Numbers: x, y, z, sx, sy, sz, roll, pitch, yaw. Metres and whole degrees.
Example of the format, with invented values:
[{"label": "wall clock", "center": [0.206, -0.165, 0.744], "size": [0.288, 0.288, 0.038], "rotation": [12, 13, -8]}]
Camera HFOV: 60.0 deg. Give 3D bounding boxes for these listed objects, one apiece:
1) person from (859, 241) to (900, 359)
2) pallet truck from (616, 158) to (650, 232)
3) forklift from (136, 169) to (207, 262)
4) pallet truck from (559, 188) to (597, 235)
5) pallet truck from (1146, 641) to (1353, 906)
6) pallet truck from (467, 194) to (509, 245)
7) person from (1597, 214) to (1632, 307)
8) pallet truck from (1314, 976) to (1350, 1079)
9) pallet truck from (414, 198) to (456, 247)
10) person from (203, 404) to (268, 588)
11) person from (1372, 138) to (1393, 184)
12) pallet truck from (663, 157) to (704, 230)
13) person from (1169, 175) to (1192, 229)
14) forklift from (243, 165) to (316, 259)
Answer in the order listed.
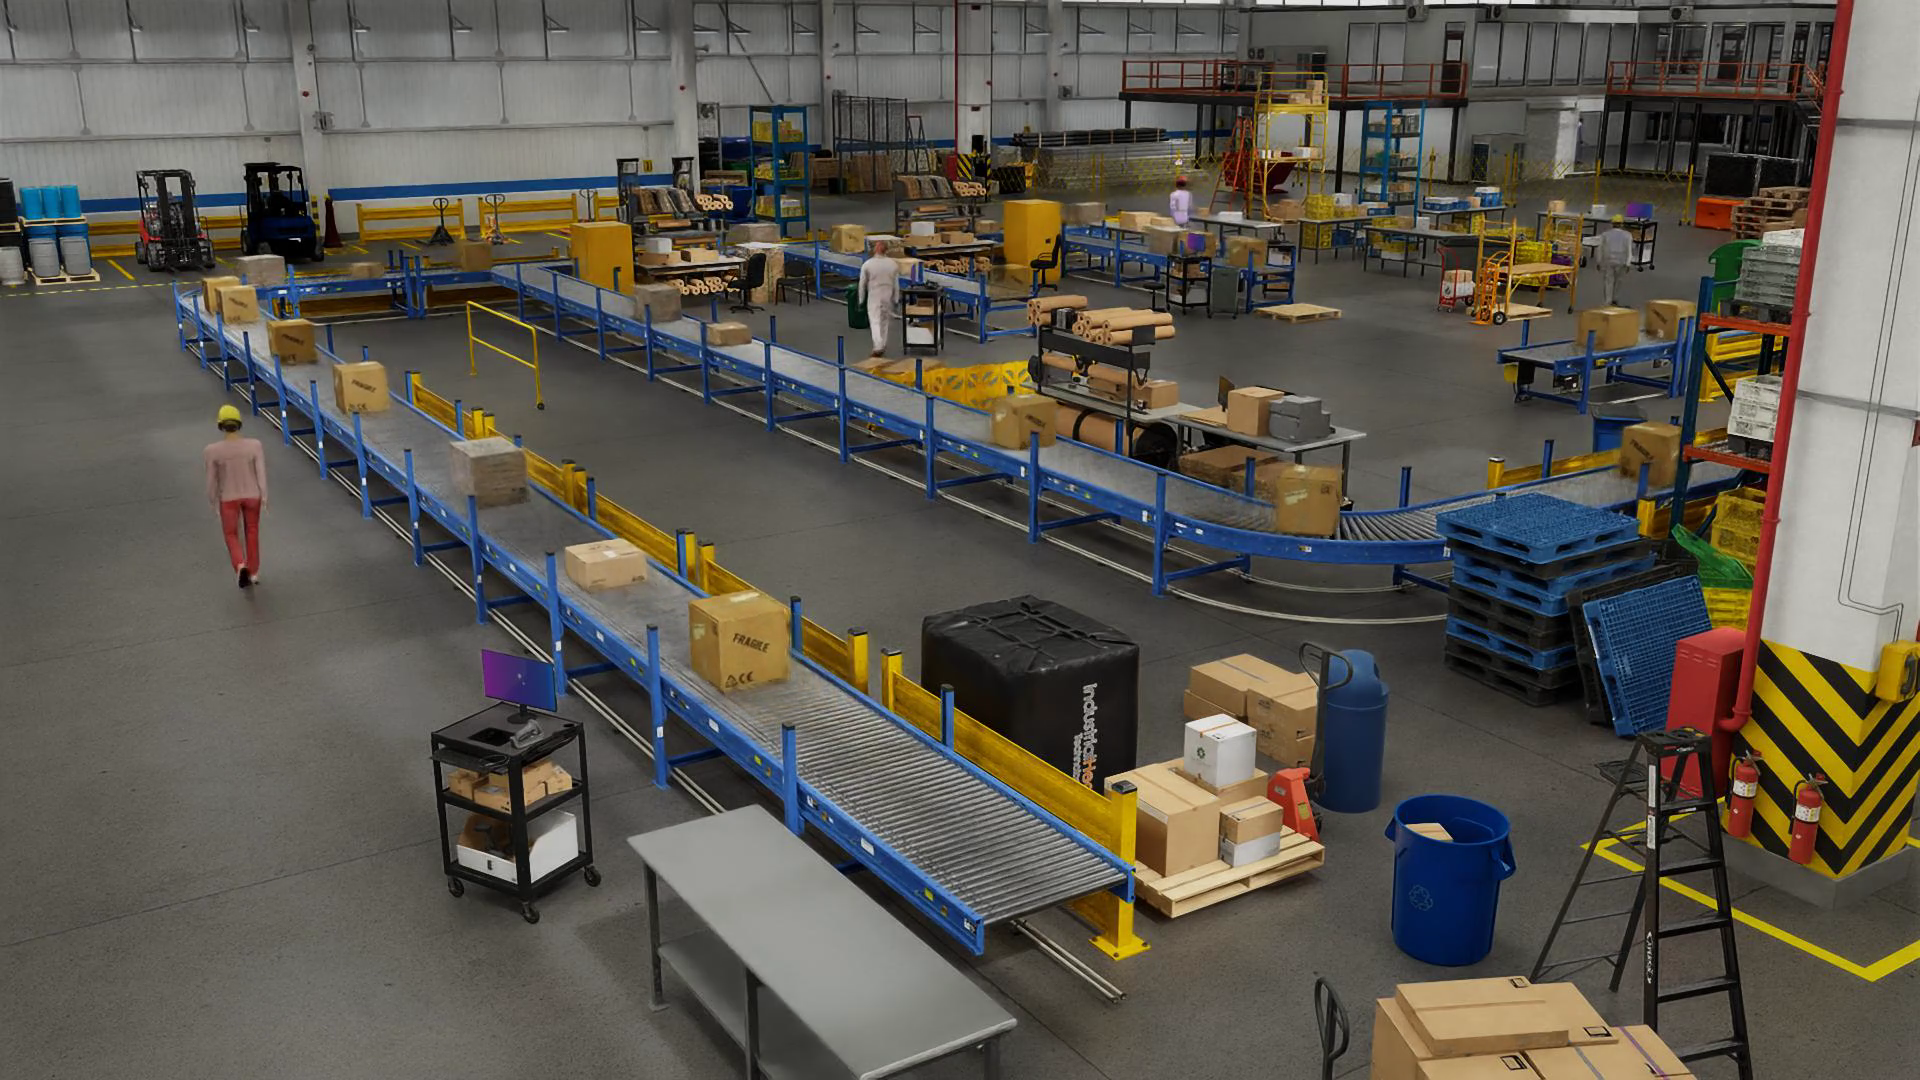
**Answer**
[{"label": "person", "center": [-1.282, -3.879, 26.901], "size": [0.681, 1.856, 0.930], "rotation": [-6, 18, -19]}, {"label": "pallet truck", "center": [-8.918, -9.176, 44.255], "size": [0.823, 1.965, 1.885], "rotation": [-9, 19, -27]}, {"label": "forklift", "center": [-17.842, -7.318, 37.559], "size": [1.157, 1.987, 2.680], "rotation": [-10, 20, -31]}, {"label": "pallet truck", "center": [-10.010, -8.652, 43.699], "size": [0.653, 1.274, 1.630], "rotation": [-10, 20, -31]}, {"label": "pallet truck", "center": [1.664, 1.407, 10.232], "size": [1.630, 1.274, 0.653], "rotation": [-10, 20, -31]}, {"label": "pallet truck", "center": [-11.983, -8.177, 42.137], "size": [0.704, 1.261, 1.522], "rotation": [-11, 20, -33]}, {"label": "person", "center": [12.481, -5.321, 31.782], "size": [0.607, 1.782, 0.919], "rotation": [6, 18, 18]}, {"label": "pallet truck", "center": [2.299, 2.390, 7.086], "size": [1.601, 1.201, 0.680], "rotation": [-2, 17, -7]}, {"label": "pallet truck", "center": [-13.250, -8.060, 41.856], "size": [0.680, 1.201, 1.601], "rotation": [-10, 20, -31]}, {"label": "person", "center": [-6.681, -0.387, 15.434], "size": [0.530, 1.752, 0.554], "rotation": [-10, 19, -30]}, {"label": "person", "center": [15.075, -13.491, 58.931], "size": [0.522, 1.823, 0.861], "rotation": [-14, 22, -39]}, {"label": "pallet truck", "center": [-7.586, -9.308, 44.692], "size": [0.823, 1.965, 1.885], "rotation": [-11, 20, -33]}, {"label": "person", "center": [4.969, -7.311, 38.001], "size": [0.624, 2.019, 0.642], "rotation": [-9, 19, -29]}, {"label": "forklift", "center": [-15.898, -7.669, 38.708], "size": [1.157, 1.987, 2.680], "rotation": [-11, 20, -33]}]
